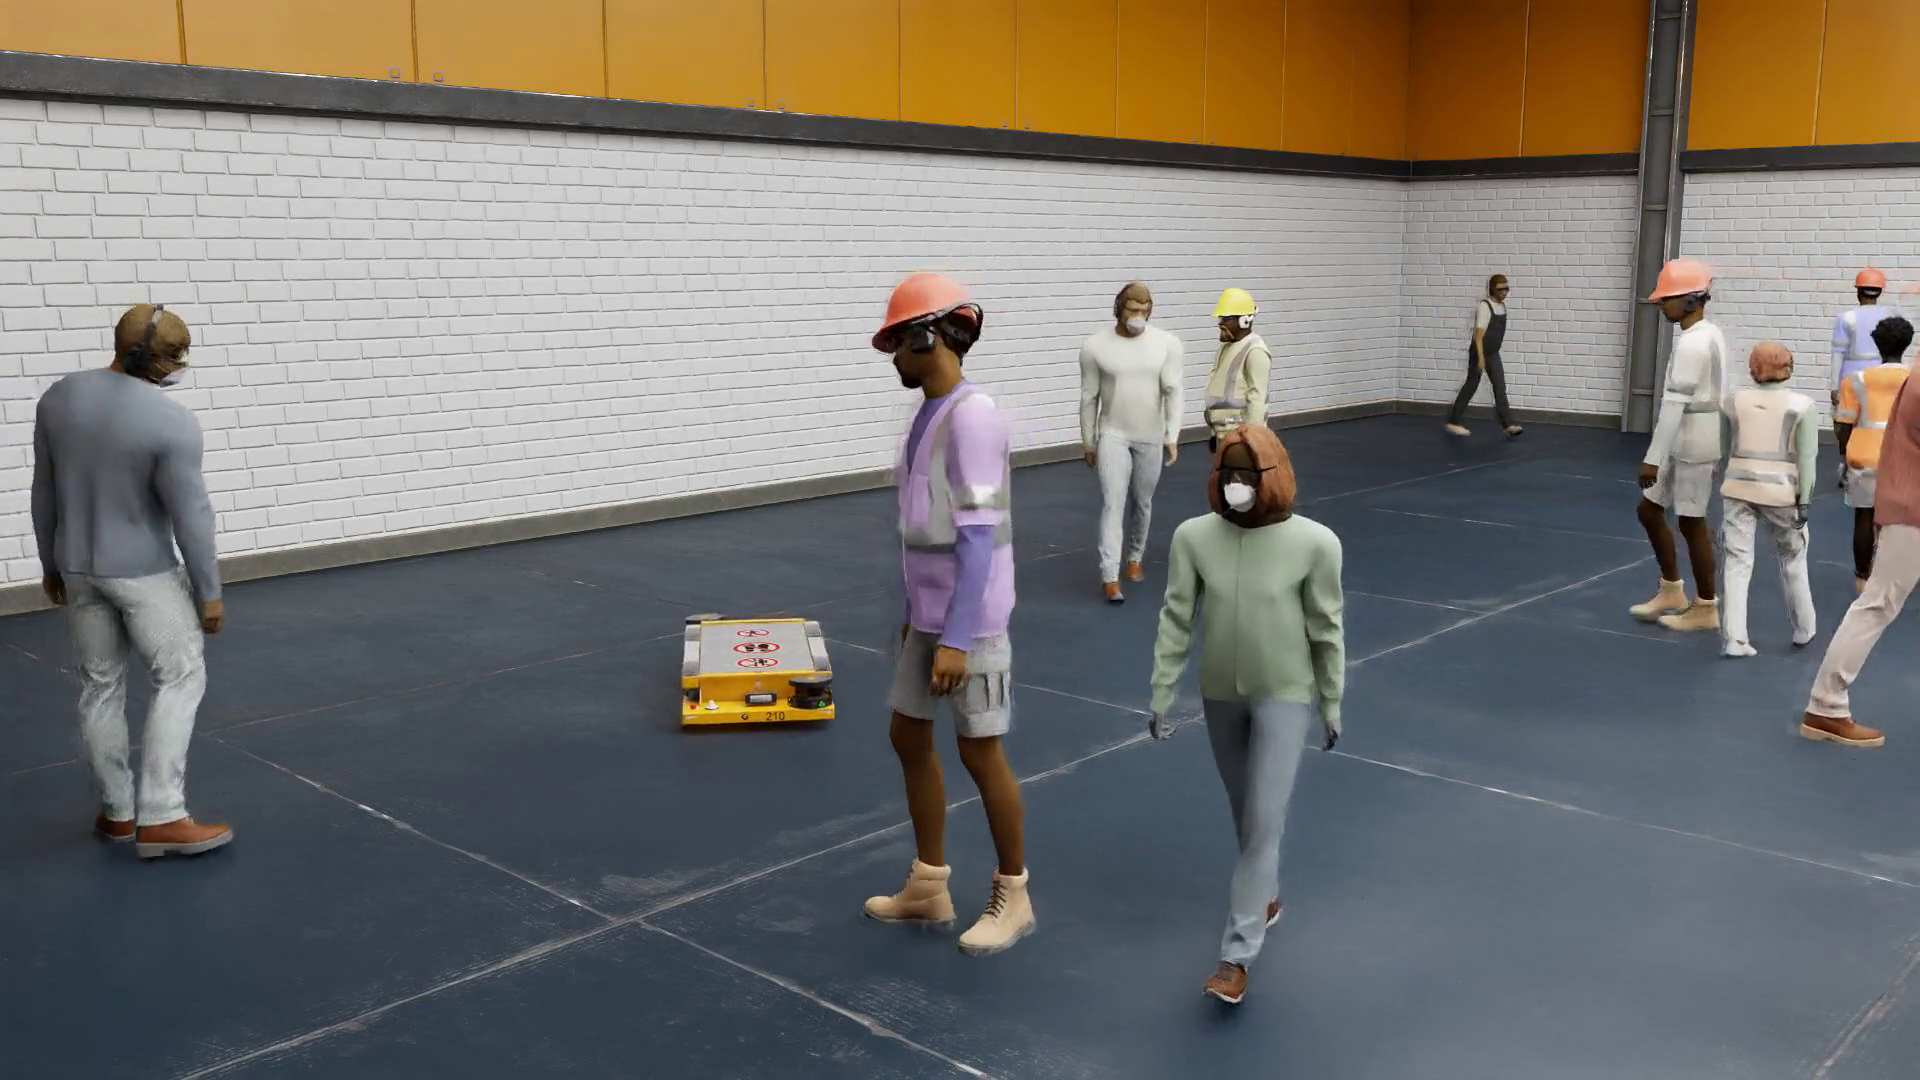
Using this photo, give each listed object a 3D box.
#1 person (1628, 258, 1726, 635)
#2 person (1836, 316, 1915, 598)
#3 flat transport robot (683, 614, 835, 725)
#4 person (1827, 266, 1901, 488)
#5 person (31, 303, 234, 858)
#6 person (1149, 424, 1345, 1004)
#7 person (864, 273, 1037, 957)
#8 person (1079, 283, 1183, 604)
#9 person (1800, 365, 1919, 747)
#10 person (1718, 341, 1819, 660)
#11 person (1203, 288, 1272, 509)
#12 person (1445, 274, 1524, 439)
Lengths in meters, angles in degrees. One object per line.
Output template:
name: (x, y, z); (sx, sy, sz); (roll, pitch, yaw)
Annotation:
person: (3.860, -0.484, 8.908); (0.618, 2.011, 0.626); (5, 11, 24)
person: (5.370, -0.455, 9.663); (0.538, 1.684, 0.584); (6, 12, 33)
flat transport robot: (-0.966, 0.579, 7.817); (0.652, 0.197, 1.431); (-1, 10, -8)
person: (7.644, -1.342, 14.064); (0.550, 1.921, 0.569); (2, 10, 10)
person: (-2.858, 0.147, 5.696); (0.709, 1.894, 0.378); (2, 10, 13)
person: (0.796, 0.466, 4.715); (0.520, 1.583, 0.853); (6, 12, 31)
person: (0.006, 0.227, 4.930); (0.436, 2.002, 0.696); (-4, 11, -21)
person: (1.024, -0.608, 10.036); (0.619, 1.882, 1.017); (0, 10, 0)
person: (4.049, -0.073, 6.775); (1.055, 1.927, 0.640); (5, 11, 27)
person: (4.138, -0.211, 8.522); (0.517, 1.601, 0.783); (9, 13, 42)
person: (1.780, -0.709, 10.755); (0.403, 1.823, 0.601); (-2, 10, -12)
person: (5.773, -2.002, 18.189); (0.552, 1.784, 0.991); (-7, 12, -35)
